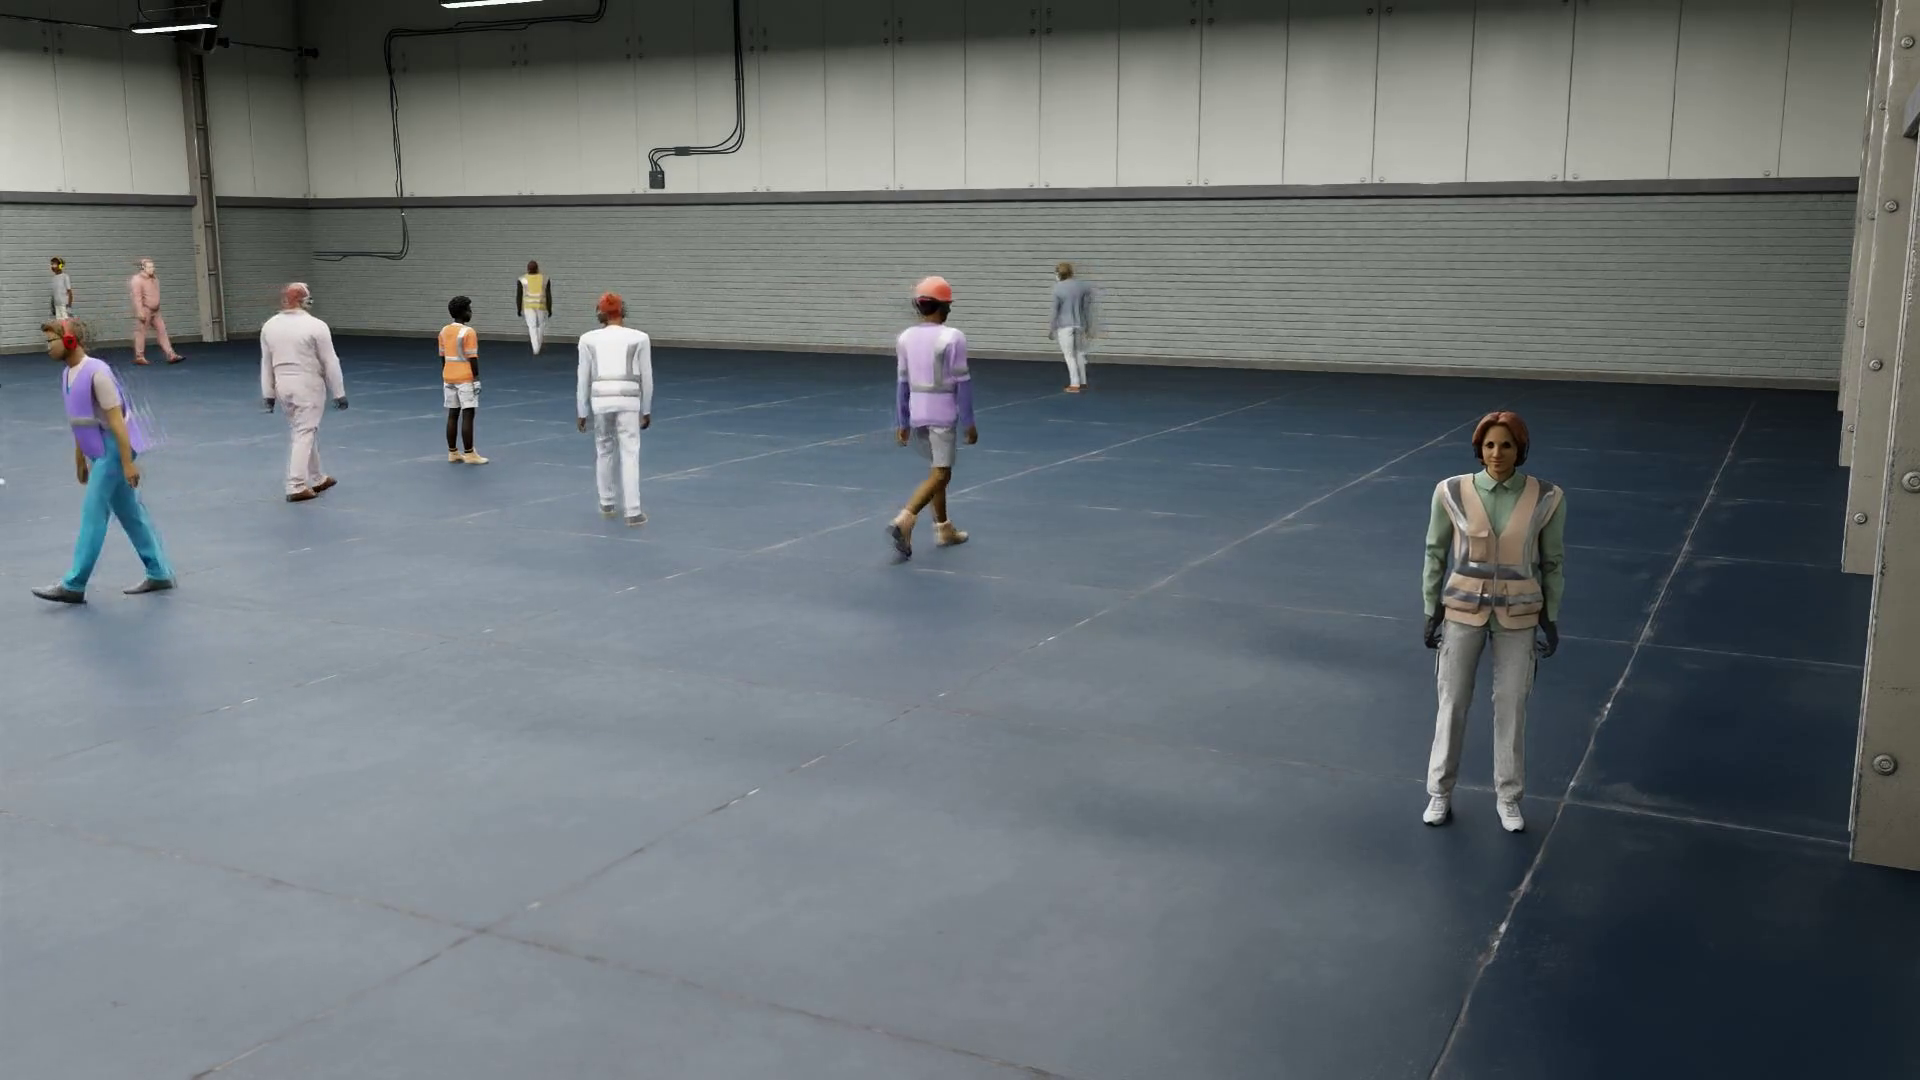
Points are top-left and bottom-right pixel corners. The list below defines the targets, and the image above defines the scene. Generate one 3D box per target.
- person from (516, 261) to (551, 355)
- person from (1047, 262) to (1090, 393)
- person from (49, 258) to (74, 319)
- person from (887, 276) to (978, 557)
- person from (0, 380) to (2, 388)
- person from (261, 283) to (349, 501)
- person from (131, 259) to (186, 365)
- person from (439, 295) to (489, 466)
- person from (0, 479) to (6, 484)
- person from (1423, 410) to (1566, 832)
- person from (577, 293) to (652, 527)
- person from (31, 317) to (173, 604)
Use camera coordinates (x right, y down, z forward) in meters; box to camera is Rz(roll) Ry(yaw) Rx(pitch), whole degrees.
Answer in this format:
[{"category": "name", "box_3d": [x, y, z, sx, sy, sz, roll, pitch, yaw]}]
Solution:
[{"category": "person", "box_3d": [-8.261, -4.499, 32.260, 0.641, 1.798, 0.950, -4, 11, -23]}, {"category": "person", "box_3d": [1.597, -3.105, 24.356, 0.671, 1.907, 0.453, -7, 12, -33]}, {"category": "person", "box_3d": [-17.367, -4.509, 32.130, 0.592, 1.865, 0.329, 5, 12, 27]}, {"category": "person", "box_3d": [-0.230, -0.890, 11.998, 0.612, 2.014, 0.915, 10, 14, 42]}, {"category": "person", "box_3d": [-9.745, -1.682, 16.216, 0.701, 2.000, 1.041, -1, 10, -7]}, {"category": "person", "box_3d": [-5.679, -1.310, 14.619, 0.669, 1.873, 0.880, 4, 11, 19]}, {"category": "person", "box_3d": [-14.273, -4.028, 29.458, 0.949, 1.864, 0.674, 3, 11, 13]}, {"category": "person", "box_3d": [-4.994, -1.597, 16.681, 0.538, 1.698, 0.320, 8, 13, 37]}, {"category": "person", "box_3d": [-9.021, -1.289, 14.969, 0.746, 1.714, 0.508, -4, 11, -23]}, {"category": "person", "box_3d": [2.050, 0.315, 6.423, 0.518, 1.639, 0.312, 3, 11, 15]}, {"category": "person", "box_3d": [-2.773, -1.052, 13.378, 0.602, 1.831, 0.817, 0, 10, 0]}, {"category": "person", "box_3d": [-5.466, -0.496, 10.464, 0.901, 1.781, 0.605, -8, 13, -39]}]
